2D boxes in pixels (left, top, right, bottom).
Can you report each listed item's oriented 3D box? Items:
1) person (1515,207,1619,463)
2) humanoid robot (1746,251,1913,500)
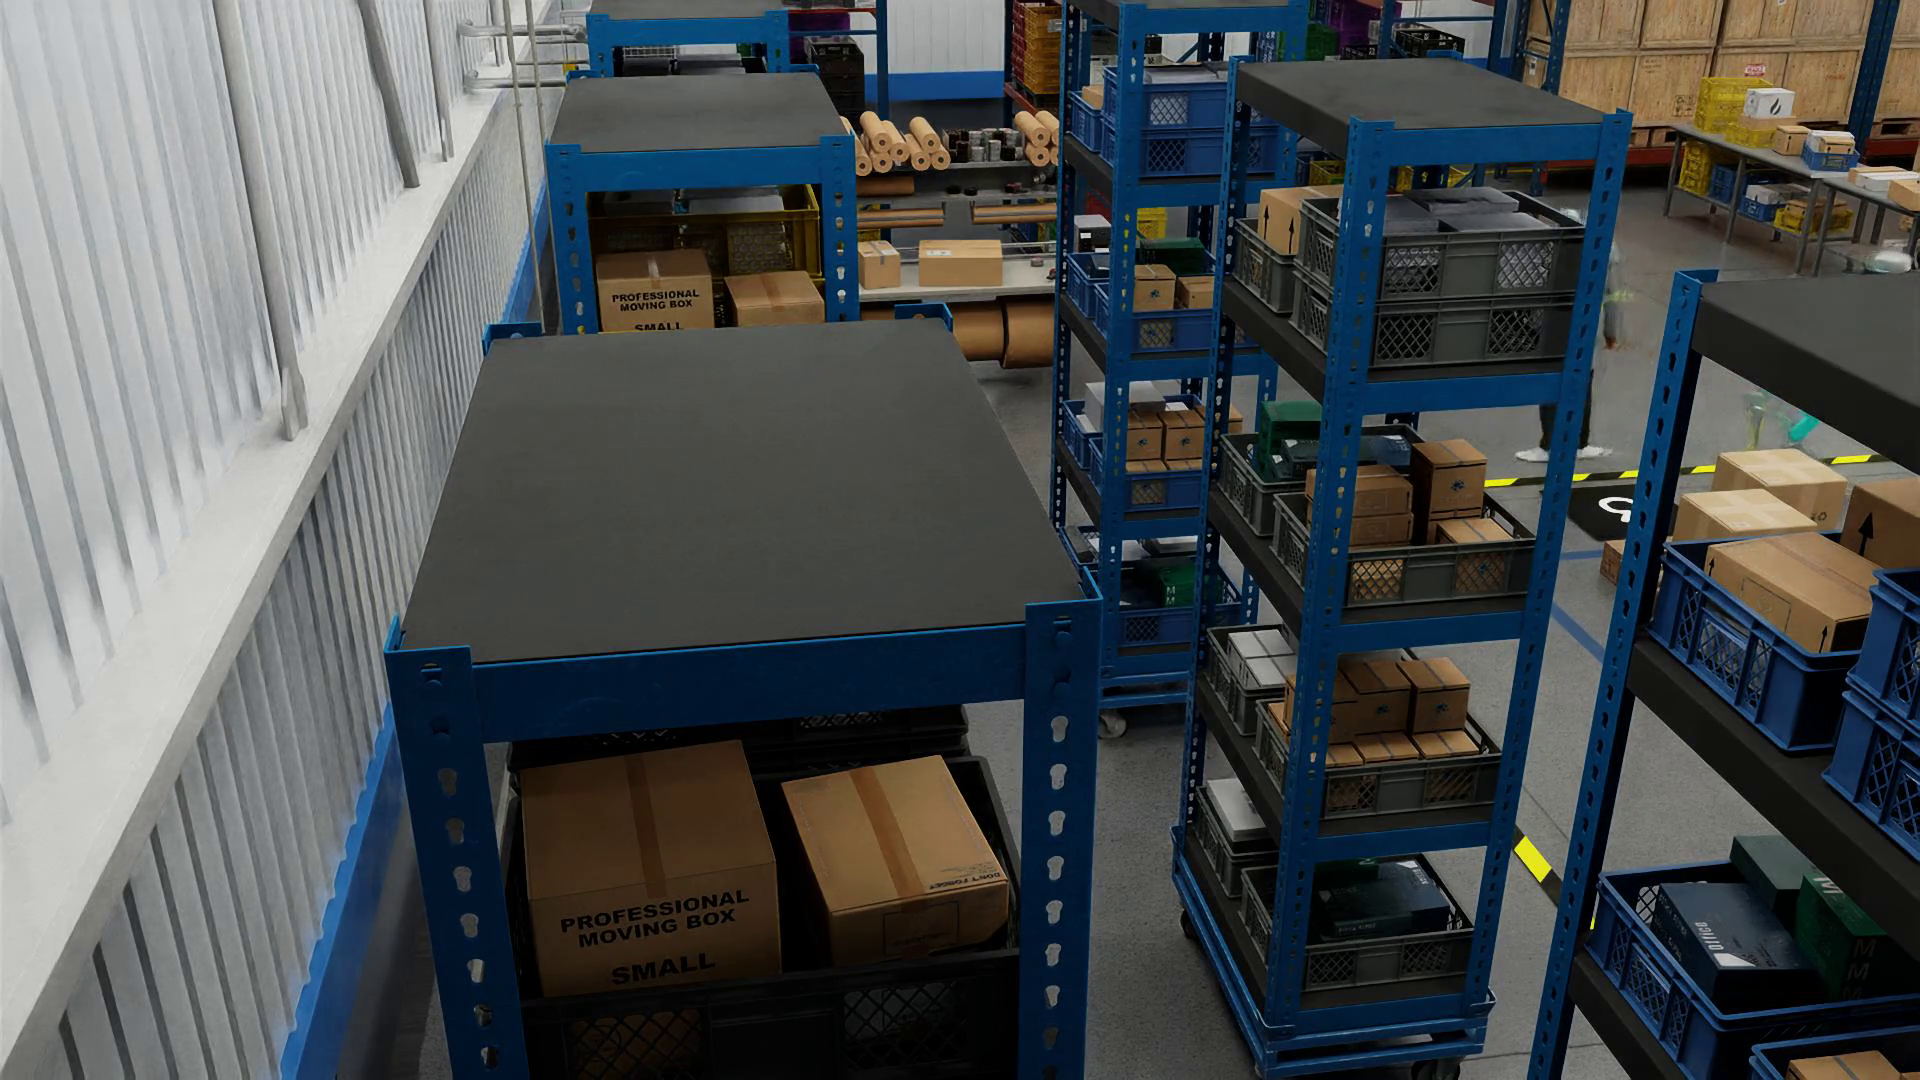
[{"bbox_3d":[4.268,-1.415,11.540,0.732,1.811,0.379,-7,26,-15],"label":"person"},{"bbox_3d":[5.560,-1.078,10.950,1.049,1.740,0.542,14,28,28],"label":"humanoid robot"}]
